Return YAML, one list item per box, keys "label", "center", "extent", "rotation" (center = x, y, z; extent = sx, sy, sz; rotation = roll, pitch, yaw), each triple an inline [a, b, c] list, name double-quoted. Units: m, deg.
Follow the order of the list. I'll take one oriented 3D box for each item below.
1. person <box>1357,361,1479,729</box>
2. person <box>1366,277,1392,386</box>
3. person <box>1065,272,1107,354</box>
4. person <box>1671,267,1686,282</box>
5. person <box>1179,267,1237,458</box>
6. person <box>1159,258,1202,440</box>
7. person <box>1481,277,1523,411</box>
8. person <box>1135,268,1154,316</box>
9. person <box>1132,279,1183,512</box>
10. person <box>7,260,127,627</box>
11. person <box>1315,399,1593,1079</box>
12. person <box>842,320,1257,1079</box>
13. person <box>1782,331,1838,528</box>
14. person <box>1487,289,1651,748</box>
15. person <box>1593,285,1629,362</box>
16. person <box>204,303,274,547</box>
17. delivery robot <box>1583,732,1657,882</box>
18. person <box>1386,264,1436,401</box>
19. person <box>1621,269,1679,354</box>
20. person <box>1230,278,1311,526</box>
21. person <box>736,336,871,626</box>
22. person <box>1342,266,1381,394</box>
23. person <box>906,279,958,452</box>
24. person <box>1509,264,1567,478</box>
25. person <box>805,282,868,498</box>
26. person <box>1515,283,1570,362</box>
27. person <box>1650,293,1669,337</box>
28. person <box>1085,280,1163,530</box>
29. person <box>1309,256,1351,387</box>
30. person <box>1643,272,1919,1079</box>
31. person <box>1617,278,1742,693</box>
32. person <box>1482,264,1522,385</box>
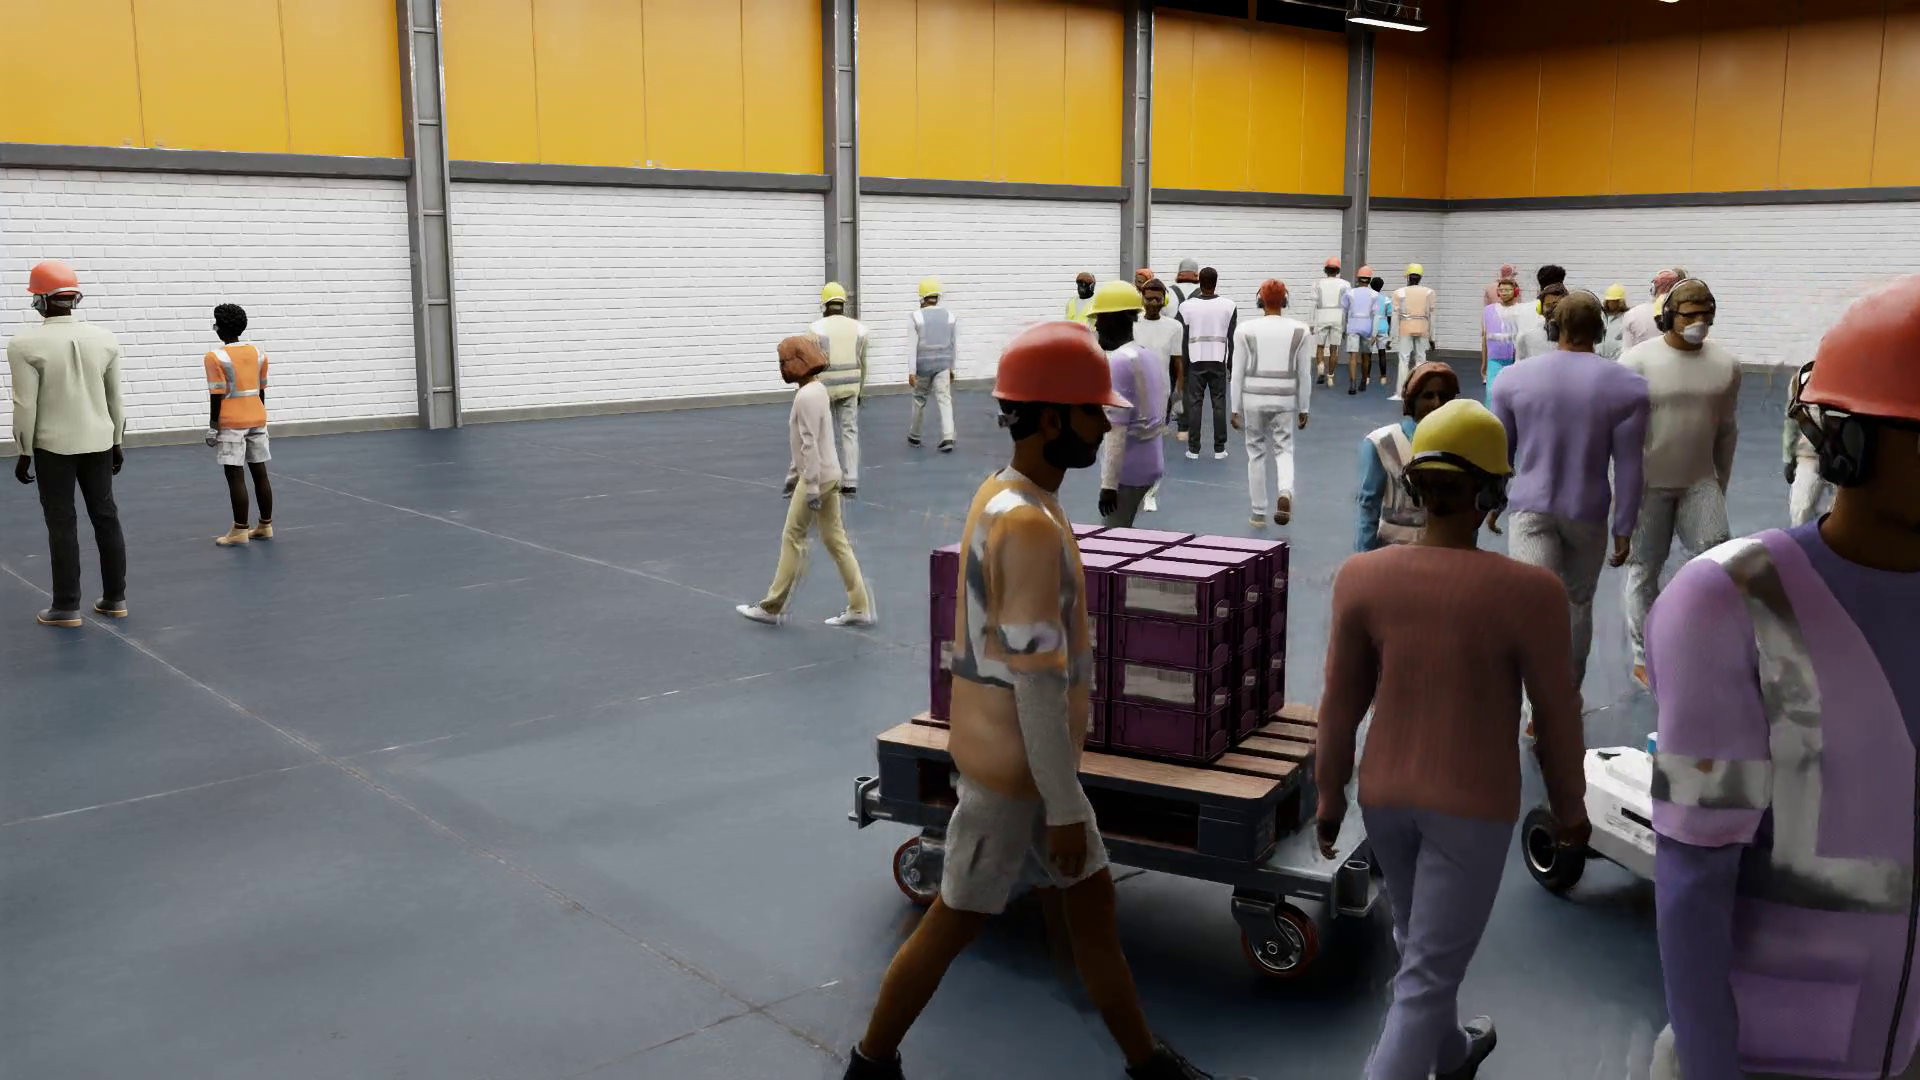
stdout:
- label: "person"
  center: [1.778, 0.127, 6.439]
  extent: [0.527, 1.620, 0.590]
  rotation: [-1, 10, -3]
- label: "person"
  center: [6.497, -3.261, 26.038]
  extent: [0.540, 1.695, 0.318]
  rotation: [0, 10, 1]
- label: "person"
  center: [1.416, -2.132, 19.007]
  extent: [0.627, 1.844, 0.429]
  rotation: [7, 12, 37]
- label: "person"
  center: [8.992, -2.472, 20.884]
  extent: [1.005, 1.893, 0.632]
  rotation: [1, 10, 7]
- label: "person"
  center: [2.470, -1.762, 16.624]
  extent: [0.592, 1.916, 0.392]
  rotation: [1, 10, 6]
- label: "person"
  center: [2.495, -2.143, 18.486]
  extent: [0.707, 2.000, 0.771]
  rotation: [1, 10, 9]
- label: "person"
  center: [5.962, -1.959, 18.120]
  extent: [0.582, 1.804, 0.952]
  rotation: [6, 12, 33]
- label: "person"
  center: [2.076, -2.101, 18.700]
  extent: [0.582, 1.882, 0.338]
  rotation: [7, 12, 36]
- label: "person"
  center: [1.466, -1.109, 13.019]
  extent: [0.555, 1.841, 0.701]
  rotation: [2, 10, 11]
- label: "person"
  center: [-4.888, -0.525, 9.139]
  extent: [0.375, 1.997, 0.612]
  rotation: [6, 11, 32]
- label: "person"
  center: [1.069, 0.558, 3.627]
  extent: [0.914, 1.718, 0.530]
  rotation: [-9, 14, -44]
- label: "person"
  center: [0.158, 0.464, 3.698]
  extent: [1.007, 1.888, 0.575]
  rotation: [1, 10, 3]
- label: "person"
  center: [5.080, -0.435, 9.705]
  extent: [0.518, 1.625, 0.409]
  rotation: [5, 11, 26]
- label: "person"
  center: [2.551, -0.112, 7.071]
  extent: [0.632, 1.887, 1.002]
  rotation: [3, 10, 15]
- label: "person"
  center: [6.965, -1.866, 17.825]
  extent: [0.495, 1.694, 0.898]
  rotation: [6, 12, 33]
- label: "person"
  center: [-5.052, -0.802, 11.640]
  extent: [0.319, 1.696, 0.532]
  rotation: [3, 10, 19]
- label: "delivery robot"
  center: [2.154, 0.836, 5.112]
  extent: [0.477, 0.478, 0.707]
  rotation: [-3, 10, -15]
- label: "person"
  center: [6.313, -2.888, 23.270]
  extent: [0.683, 1.910, 0.404]
  rotation: [0, 10, 2]
- label: "person"
  center: [5.947, -1.335, 14.136]
  extent: [0.641, 1.913, 0.407]
  rotation: [4, 11, 24]
- label: "person"
  center: [2.289, -0.994, 12.272]
  extent: [0.587, 1.865, 0.631]
  rotation: [0, 10, 3]
- label: "person"
  center: [-0.837, -0.309, 9.078]
  extent: [0.751, 1.592, 0.521]
  rotation: [1, 10, 7]
- label: "person"
  center: [5.918, -3.096, 24.549]
  extent: [0.542, 1.895, 1.005]
  rotation: [2, 10, 11]
- label: "person"
  center: [-0.295, -1.816, 17.330]
  extent: [0.605, 1.786, 0.956]
  rotation: [-4, 11, -23]
- label: "person"
  center: [5.085, -1.449, 14.674]
  extent: [0.486, 1.951, 0.627]
  rotation: [-4, 11, -25]
- label: "person"
  center: [-1.102, -1.274, 14.108]
  extent: [0.611, 1.793, 0.842]
  rotation: [-5, 11, -28]
- label: "person"
  center: [4.101, -0.861, 11.580]
  extent: [0.523, 1.850, 0.698]
  rotation: [3, 10, 16]
- label: "person"
  center: [5.474, -1.010, 12.707]
  extent: [0.645, 1.742, 0.528]
  rotation: [-6, 11, -31]
- label: "person"
  center: [0.838, -0.348, 8.375]
  extent: [0.577, 1.908, 0.634]
  rotation: [3, 10, 17]
- label: "person"
  center: [5.722, -3.375, 25.747]
  extent: [0.617, 2.031, 0.467]
  rotation: [2, 10, 13]
- label: "person"
  center: [1.184, 0.626, 2.377]
  extent: [0.602, 2.014, 0.995]
  rotation: [-2, 10, -12]
- label: "person"
  center: [3.268, -0.224, 7.592]
  extent: [0.636, 1.916, 0.546]
  rotation: [0, 10, -2]
- label: "person"
  center: [8.460, -3.327, 25.908]
  extent: [0.411, 1.889, 0.720]
  rotation: [-6, 11, -32]
